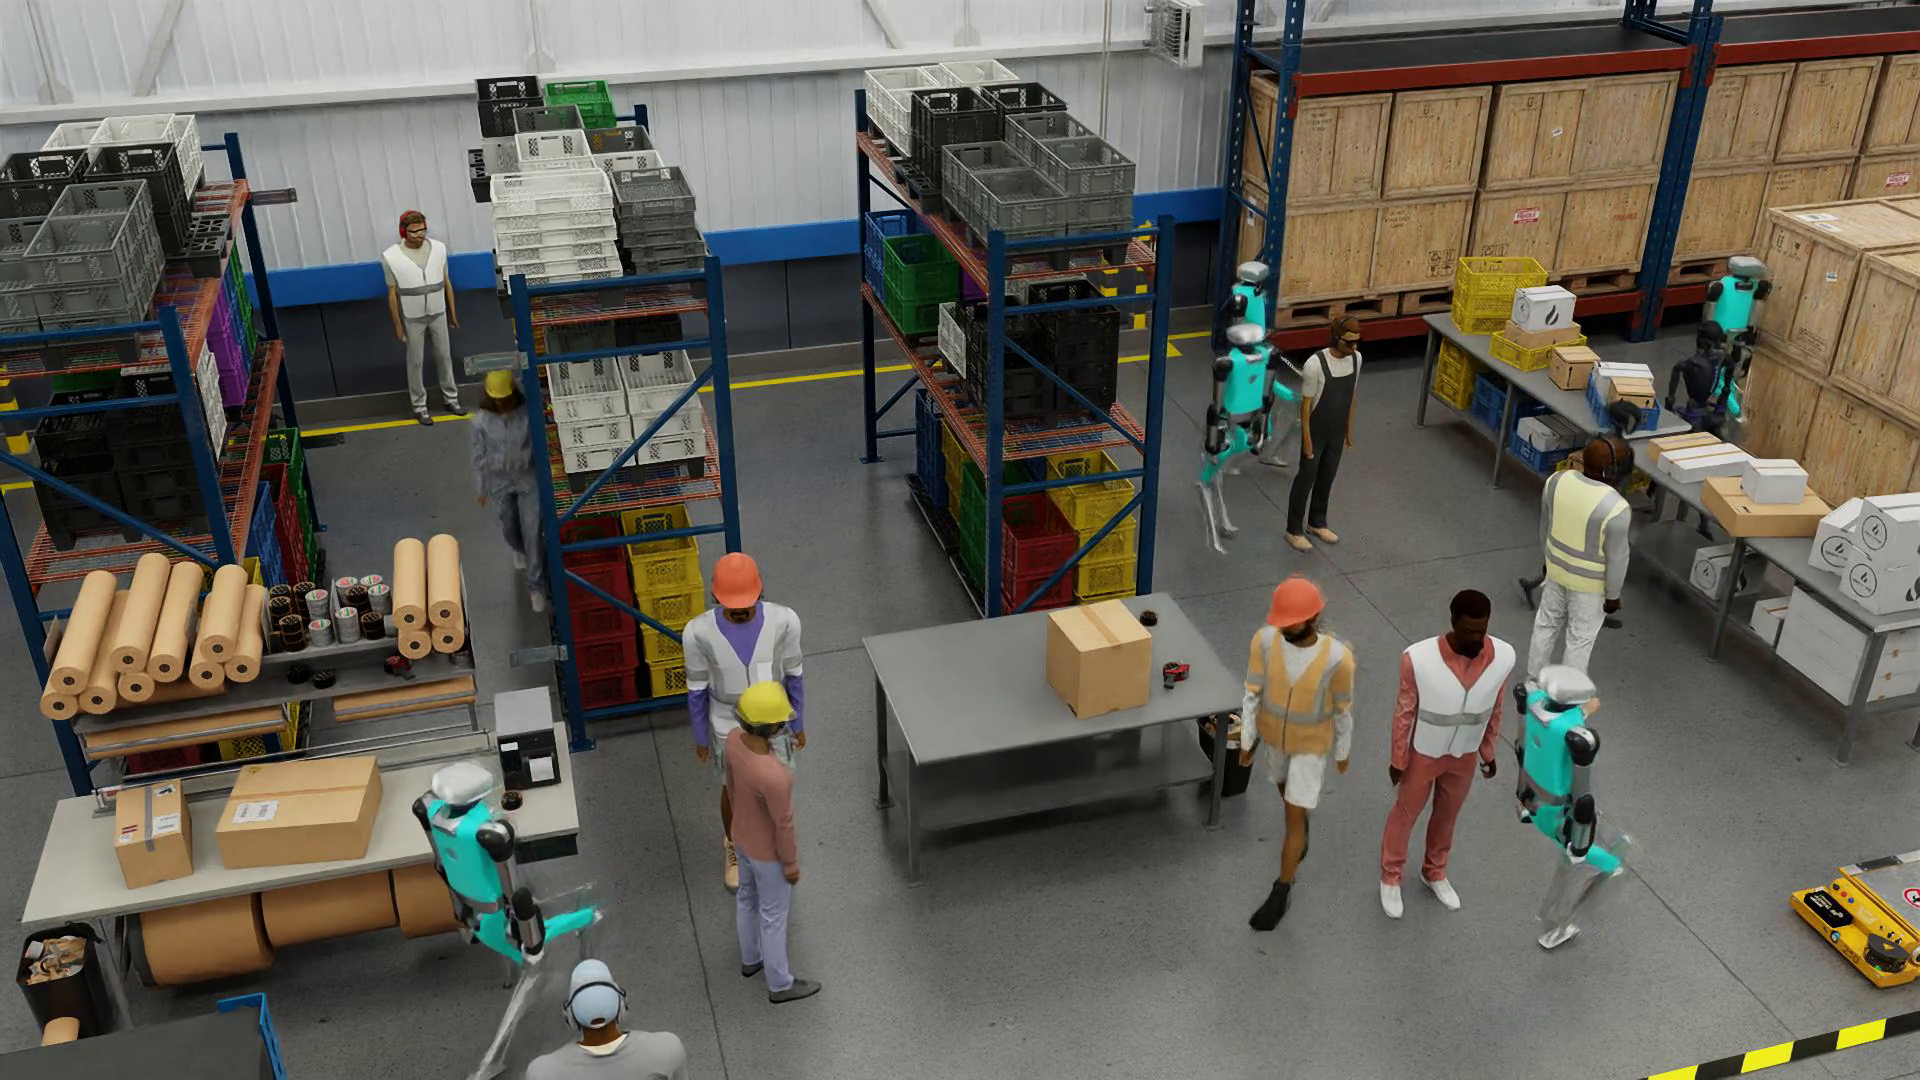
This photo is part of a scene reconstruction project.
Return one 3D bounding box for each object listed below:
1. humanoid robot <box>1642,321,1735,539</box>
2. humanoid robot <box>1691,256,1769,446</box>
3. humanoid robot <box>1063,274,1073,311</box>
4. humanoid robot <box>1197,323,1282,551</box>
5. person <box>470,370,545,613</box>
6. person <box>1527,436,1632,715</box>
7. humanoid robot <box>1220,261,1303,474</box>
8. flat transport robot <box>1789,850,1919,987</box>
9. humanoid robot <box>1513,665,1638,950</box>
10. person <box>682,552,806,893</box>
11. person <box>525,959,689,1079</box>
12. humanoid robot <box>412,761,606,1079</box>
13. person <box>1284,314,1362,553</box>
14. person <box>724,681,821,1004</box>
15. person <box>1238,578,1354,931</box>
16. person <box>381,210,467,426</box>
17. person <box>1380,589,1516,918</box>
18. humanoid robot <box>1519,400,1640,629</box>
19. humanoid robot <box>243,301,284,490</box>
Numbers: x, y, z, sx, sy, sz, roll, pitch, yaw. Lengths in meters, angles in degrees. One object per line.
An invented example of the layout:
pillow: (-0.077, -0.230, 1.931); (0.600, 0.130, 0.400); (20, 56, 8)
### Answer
humanoid robot: (5.412, -0.847, 12.286); (0.589, 1.622, 0.786); (-8, 30, -15)
humanoid robot: (6.082, -1.303, 13.033); (0.559, 1.749, 1.044); (-8, 30, -13)
humanoid robot: (0.992, -2.087, 14.426); (0.885, 1.764, 0.589); (16, 32, 26)
humanoid robot: (1.900, -0.788, 12.078); (0.547, 1.796, 0.757); (-13, 31, -22)
person: (-3.078, -0.434, 11.453); (0.494, 1.707, 0.840); (-7, 30, -13)
person: (3.787, 0.213, 10.141); (0.429, 1.844, 0.626); (-15, 32, -25)
humanoid robot: (2.425, -1.270, 12.953); (0.901, 1.768, 0.539); (14, 32, 24)
flat transport robot: (5.163, 1.916, 8.676); (1.431, 0.231, 0.659); (-8, 30, -14)
humanoid robot: (3.057, 1.362, 8.207); (0.815, 1.811, 0.536); (-9, 30, -17)
person: (-1.089, 0.954, 8.603); (0.598, 2.035, 0.397); (-7, 30, -12)
person: (-1.282, 2.328, 6.283); (0.589, 1.852, 0.366); (-9, 30, -15)
humanoid robot: (-1.993, 1.652, 7.660); (0.549, 1.748, 1.049); (17, 33, 28)
person: (2.631, -0.769, 11.946); (0.500, 1.832, 0.359); (-15, 32, -25)
person: (-0.925, 1.437, 7.989); (0.326, 1.768, 0.524); (-19, 34, -30)
person: (1.740, 1.017, 8.643); (0.566, 1.884, 0.961); (16, 33, 27)
person: (-4.500, -1.882, 13.963); (0.561, 1.836, 0.388); (-22, 36, -35)
person: (2.471, 1.071, 8.505); (0.588, 1.915, 0.396); (-4, 29, -8)
humanoid robot: (4.195, -0.175, 11.062); (0.699, 1.646, 0.611); (8, 30, 15)
humanoid robot: (-5.343, -1.057, 12.609); (0.315, 1.655, 0.599); (-16, 33, -27)
